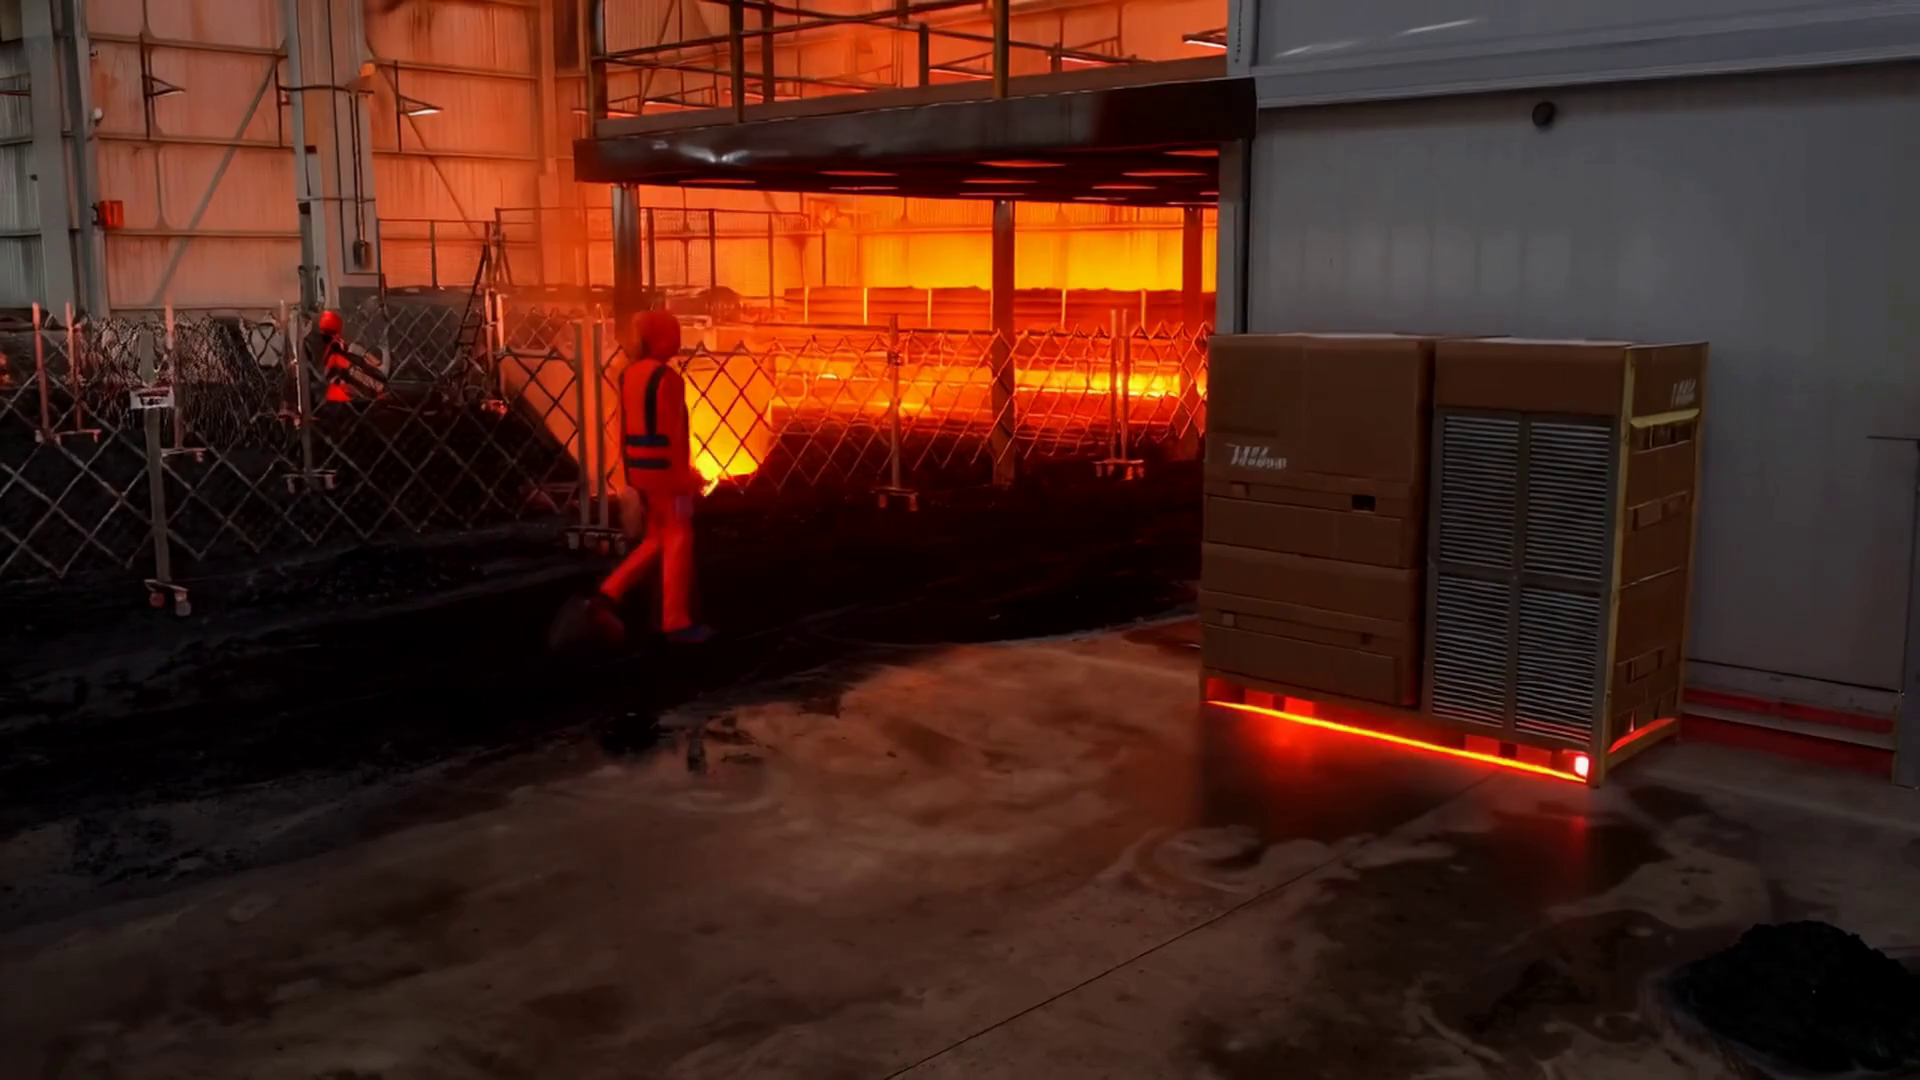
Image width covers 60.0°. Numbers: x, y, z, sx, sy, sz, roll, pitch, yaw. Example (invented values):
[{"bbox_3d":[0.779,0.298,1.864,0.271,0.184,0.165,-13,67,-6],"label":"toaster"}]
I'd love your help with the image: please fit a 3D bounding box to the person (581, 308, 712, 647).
[{"bbox_3d":[-1.680,-0.316,8.989,0.618,1.866,0.582,-7,11,-35],"label":"person"}]
